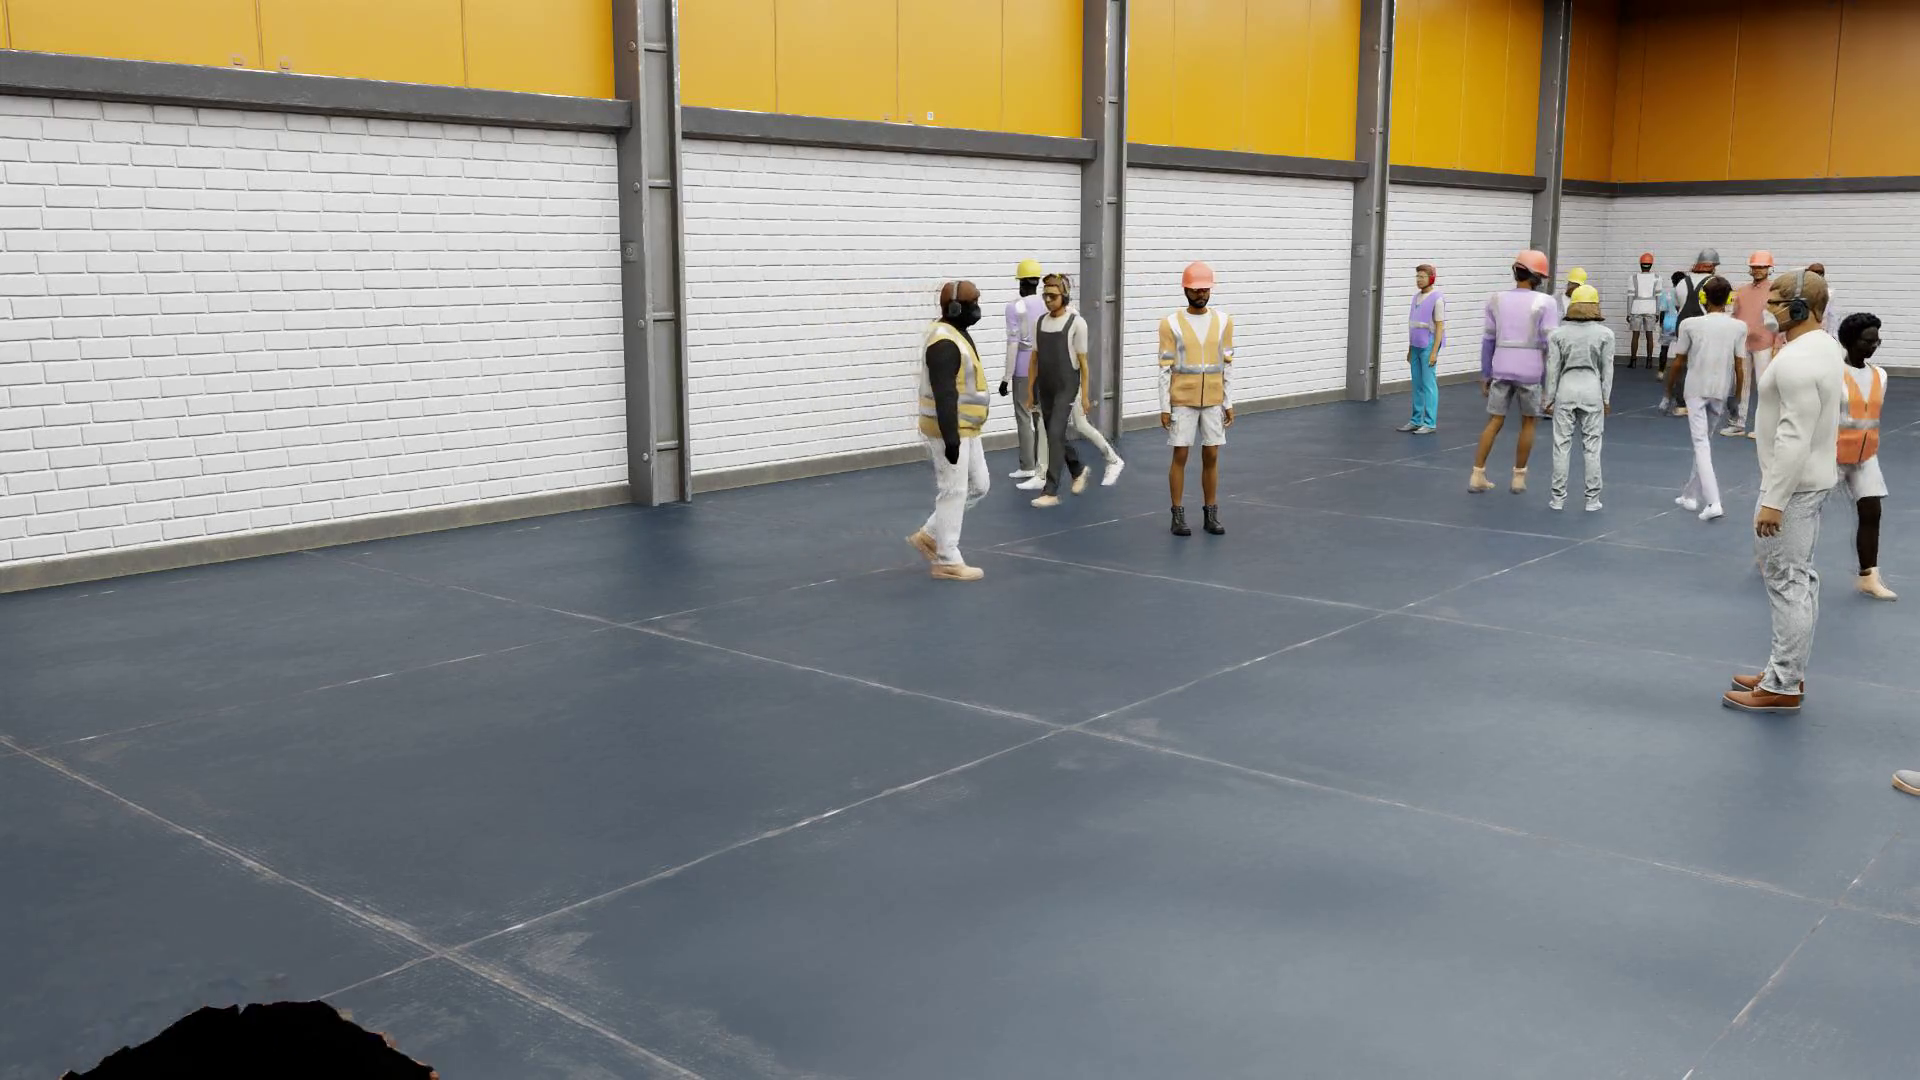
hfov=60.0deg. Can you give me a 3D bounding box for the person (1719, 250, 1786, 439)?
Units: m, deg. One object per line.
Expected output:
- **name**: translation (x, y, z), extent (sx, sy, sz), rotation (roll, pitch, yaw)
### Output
- **person**: translation (8.479, -2.080, 17.751), extent (0.382, 1.994, 0.623), rotation (-6, 11, -29)

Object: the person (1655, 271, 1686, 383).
- **person**: translation (10.836, -3.220, 25.186), extent (0.550, 1.665, 0.816), rotation (2, 10, 13)

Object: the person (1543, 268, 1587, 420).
- **person**: translation (7.133, -2.293, 19.558), extent (0.619, 1.787, 0.749), rotation (6, 12, 31)

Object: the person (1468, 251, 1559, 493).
- **person**: translation (4.593, -1.358, 13.664), extent (0.653, 1.995, 0.569), rotation (10, 14, 44)

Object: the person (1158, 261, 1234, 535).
- **person**: translation (1.666, -0.985, 11.723), extent (0.544, 1.933, 0.380), rotation (-2, 10, -9)

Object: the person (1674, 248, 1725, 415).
- **person**: translation (9.007, -2.525, 20.157), extent (0.677, 2.000, 0.692), rotation (-7, 12, -34)

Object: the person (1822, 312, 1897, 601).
- **person**: translation (5.165, -0.519, 9.806), extent (0.531, 1.662, 0.838), rotation (-2, 10, -12)

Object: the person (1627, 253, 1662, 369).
- **person**: translation (11.494, -3.846, 27.975), extent (0.543, 1.938, 0.356), rotation (3, 10, 15)

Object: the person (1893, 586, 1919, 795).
- **person**: translation (3.726, 0.022, 6.091), extent (0.584, 1.884, 0.343), rotation (-7, 12, -34)

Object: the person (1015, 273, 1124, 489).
- **person**: translation (0.950, -1.339, 14.038), extent (0.943, 1.824, 0.530), rotation (-5, 11, -25)

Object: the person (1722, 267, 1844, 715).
- **person**: translation (3.610, -0.208, 7.256), extent (0.373, 1.940, 0.628), rotation (7, 12, 33)

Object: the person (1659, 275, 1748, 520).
- **person**: translation (5.619, -1.076, 12.556), extent (0.537, 1.826, 0.971), rotation (0, 10, 1)

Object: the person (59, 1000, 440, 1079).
- **person**: translation (-0.539, 1.049, 1.083), extent (0.596, 1.597, 0.328), rotation (2, 10, 12)

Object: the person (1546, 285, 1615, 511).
- **person**: translation (4.790, -1.095, 12.877), extent (0.484, 1.739, 0.313), rotation (4, 11, 23)

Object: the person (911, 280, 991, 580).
- **person**: translation (-0.030, -0.660, 10.132), extent (0.434, 1.831, 0.652), rotation (2, 10, 9)

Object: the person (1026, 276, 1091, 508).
- **person**: translation (0.819, -1.197, 13.275), extent (0.522, 1.818, 0.888), rotation (8, 13, 37)

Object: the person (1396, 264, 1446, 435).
- **person**: translation (5.075, -2.073, 18.144), extent (0.387, 1.844, 0.566), rotation (-3, 10, -15)

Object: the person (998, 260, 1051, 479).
- **person**: translation (0.598, -1.490, 14.673), extent (0.631, 1.923, 0.466), rotation (-8, 13, -38)

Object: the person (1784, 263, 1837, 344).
- **person**: translation (11.236, -2.748, 22.026), extent (0.647, 1.828, 0.460), rotation (4, 11, 20)
